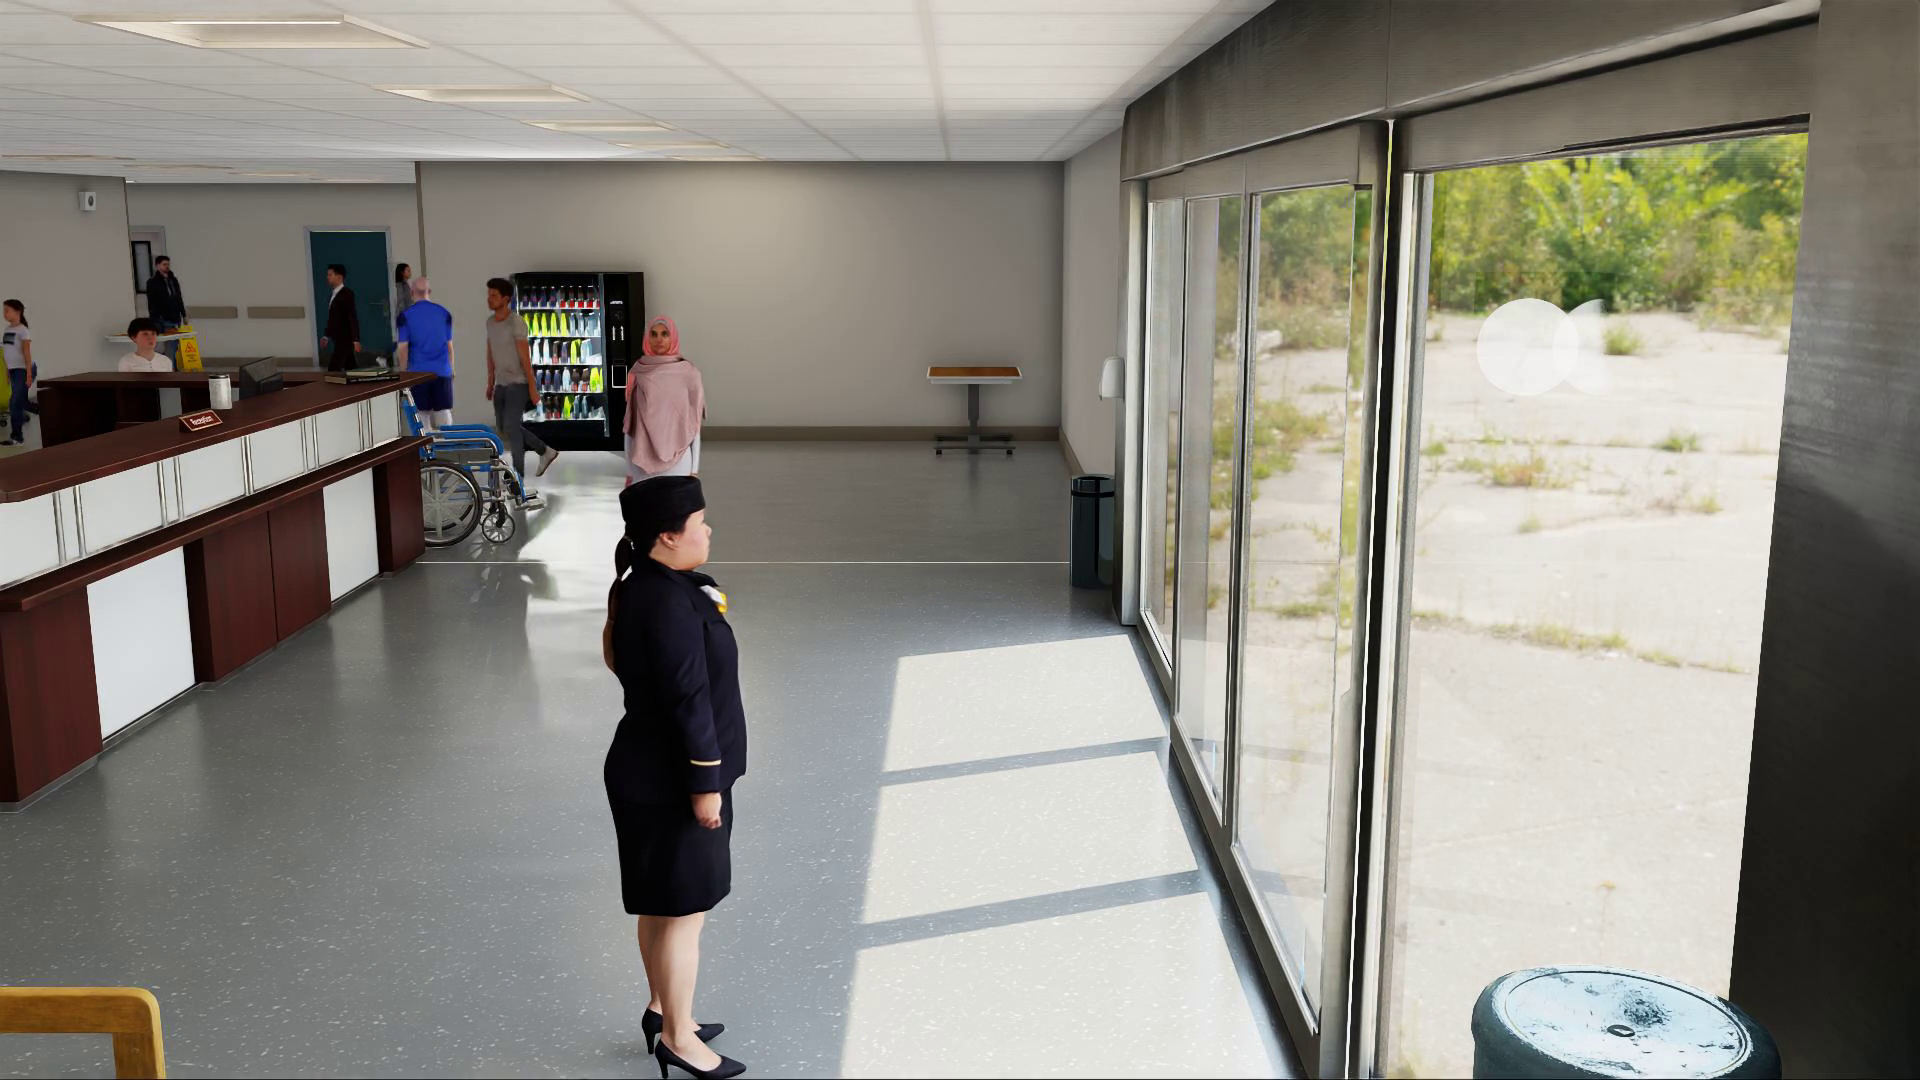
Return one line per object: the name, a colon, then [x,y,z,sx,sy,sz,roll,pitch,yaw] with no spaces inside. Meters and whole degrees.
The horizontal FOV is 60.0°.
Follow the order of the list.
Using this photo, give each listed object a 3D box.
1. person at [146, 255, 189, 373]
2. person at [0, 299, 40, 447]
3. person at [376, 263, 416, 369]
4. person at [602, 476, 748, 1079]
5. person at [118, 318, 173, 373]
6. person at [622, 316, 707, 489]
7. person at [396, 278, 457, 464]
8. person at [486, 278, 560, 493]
person: [-11.729,-3.246,24.564,1.161,1.870,0.934,4,12,22]
person: [-9.956,-1.786,17.742,0.972,1.544,0.911,6,12,30]
person: [-8.778,-3.457,26.118,1.067,1.706,0.623,0,11,0]
person: [-0.784,0.654,4.548,0.754,1.671,0.776,-4,11,-20]
person: [-6.073,-0.843,12.484,0.701,1.652,0.654,9,14,39]
person: [-1.769,-0.428,9.904,0.532,1.800,0.689,0,11,2]
person: [-5.068,-1.587,15.924,0.900,1.832,0.938,-6,12,-28]
person: [-3.864,-1.357,14.631,1.018,1.862,1.060,10,15,43]
